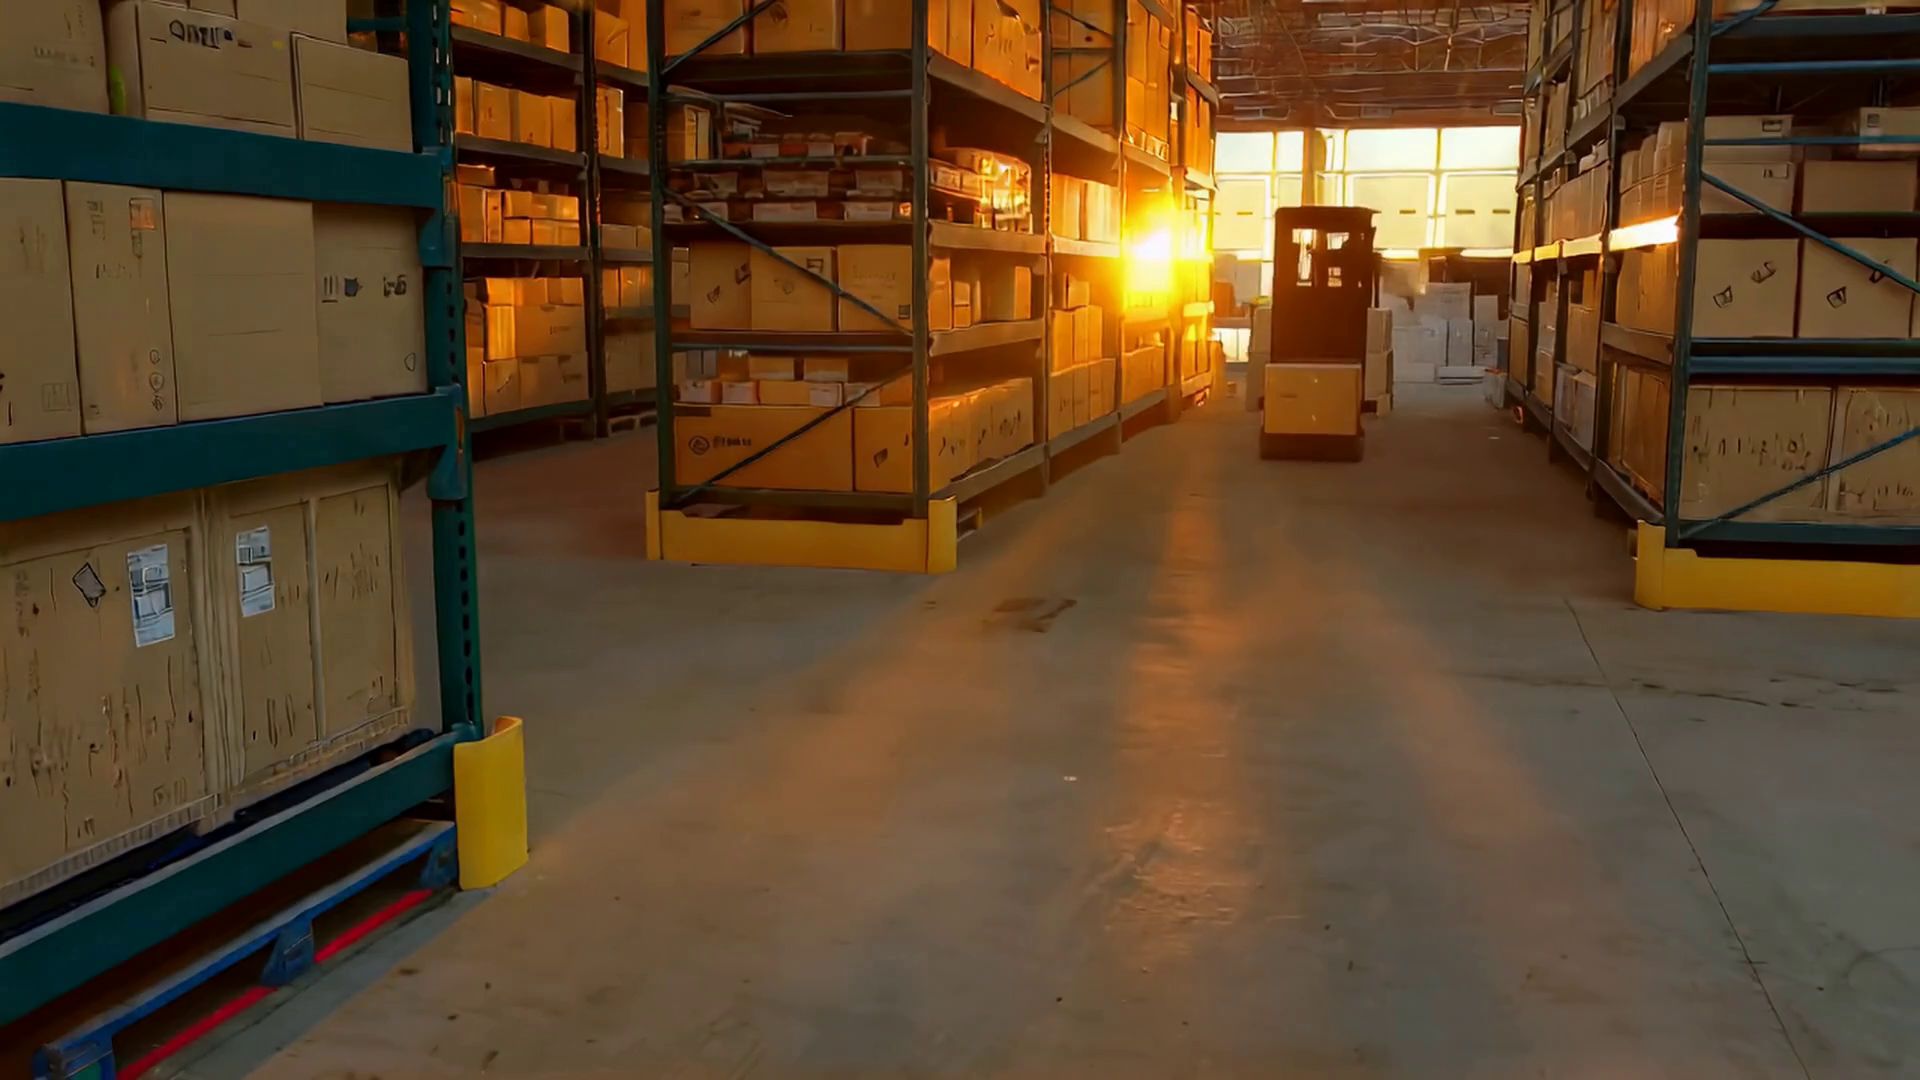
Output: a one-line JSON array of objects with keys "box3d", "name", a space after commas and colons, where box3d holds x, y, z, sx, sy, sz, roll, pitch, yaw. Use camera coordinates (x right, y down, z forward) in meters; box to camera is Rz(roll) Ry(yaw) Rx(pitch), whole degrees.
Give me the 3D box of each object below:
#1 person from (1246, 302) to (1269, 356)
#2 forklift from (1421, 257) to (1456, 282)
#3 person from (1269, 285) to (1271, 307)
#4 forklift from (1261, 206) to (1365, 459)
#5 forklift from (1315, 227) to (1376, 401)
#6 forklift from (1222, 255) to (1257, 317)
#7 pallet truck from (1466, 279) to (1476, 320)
[{"box3d": [5.232, -3.289, 28.668, 0.519, 1.616, 0.678, -5, 10, -29], "name": "person"}, {"box3d": [12.635, -6.339, 44.048, 1.129, 2.768, 1.873, 2, 9, 15], "name": "forklift"}, {"box3d": [10.321, -7.459, 54.268, 0.867, 1.908, 0.552, 8, 12, 41], "name": "person"}, {"box3d": [4.065, -2.384, 18.919, 1.129, 2.768, 1.873, 2, 9, 15], "name": "forklift"}, {"box3d": [6.101, -3.577, 26.497, 1.129, 2.768, 1.873, 2, 9, 15], "name": "forklift"}, {"box3d": [9.336, -8.492, 57.723, 1.873, 2.768, 1.129, 0, 9, -3], "name": "forklift"}, {"box3d": [18.896, -8.459, 60.307, 1.885, 1.965, 0.823, 5, 10, 31], "name": "pallet truck"}]
